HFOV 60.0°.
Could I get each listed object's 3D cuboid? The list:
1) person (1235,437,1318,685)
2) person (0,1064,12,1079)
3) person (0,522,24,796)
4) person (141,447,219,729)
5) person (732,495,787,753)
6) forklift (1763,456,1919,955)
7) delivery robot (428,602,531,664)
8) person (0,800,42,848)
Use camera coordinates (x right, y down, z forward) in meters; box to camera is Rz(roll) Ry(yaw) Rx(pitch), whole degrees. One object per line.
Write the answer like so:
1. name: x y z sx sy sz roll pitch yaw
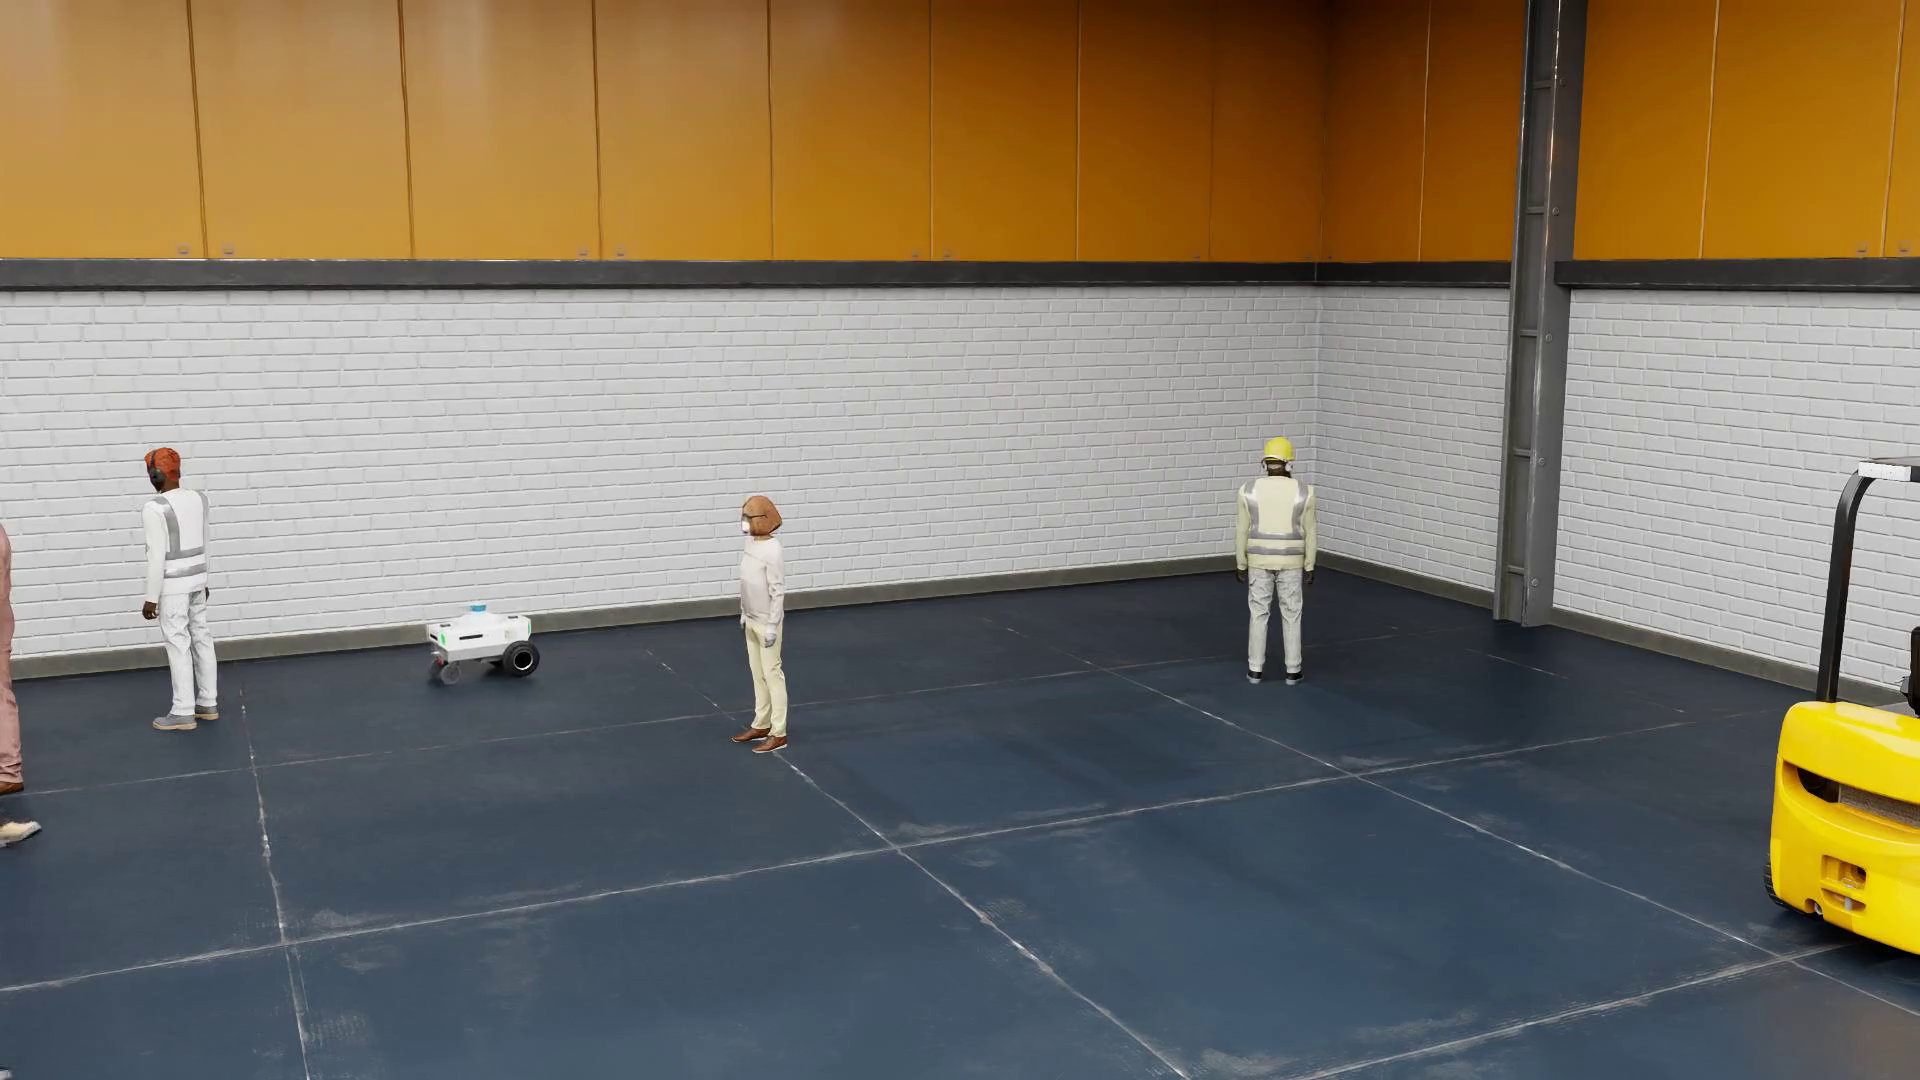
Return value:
1. person: 2.327 0.155 12.259 0.595 1.828 0.403 2 9 13
2. person: -3.923 1.196 6.076 0.987 1.743 0.605 5 10 27
3. person: -5.693 0.539 9.639 0.408 1.909 0.638 -6 11 -33
4. person: -5.205 0.319 11.067 0.355 1.886 0.573 2 9 13
5. person: -1.264 0.524 10.574 0.288 1.634 0.499 -5 11 -30
6. forklift: 4.857 0.731 7.561 2.313 2.155 1.214 -4 10 -25
7. delivery robot: -3.597 0.712 12.459 0.707 0.478 0.477 -6 11 -34
8. person: -5.364 0.767 8.603 0.982 1.784 0.520 1 9 7
